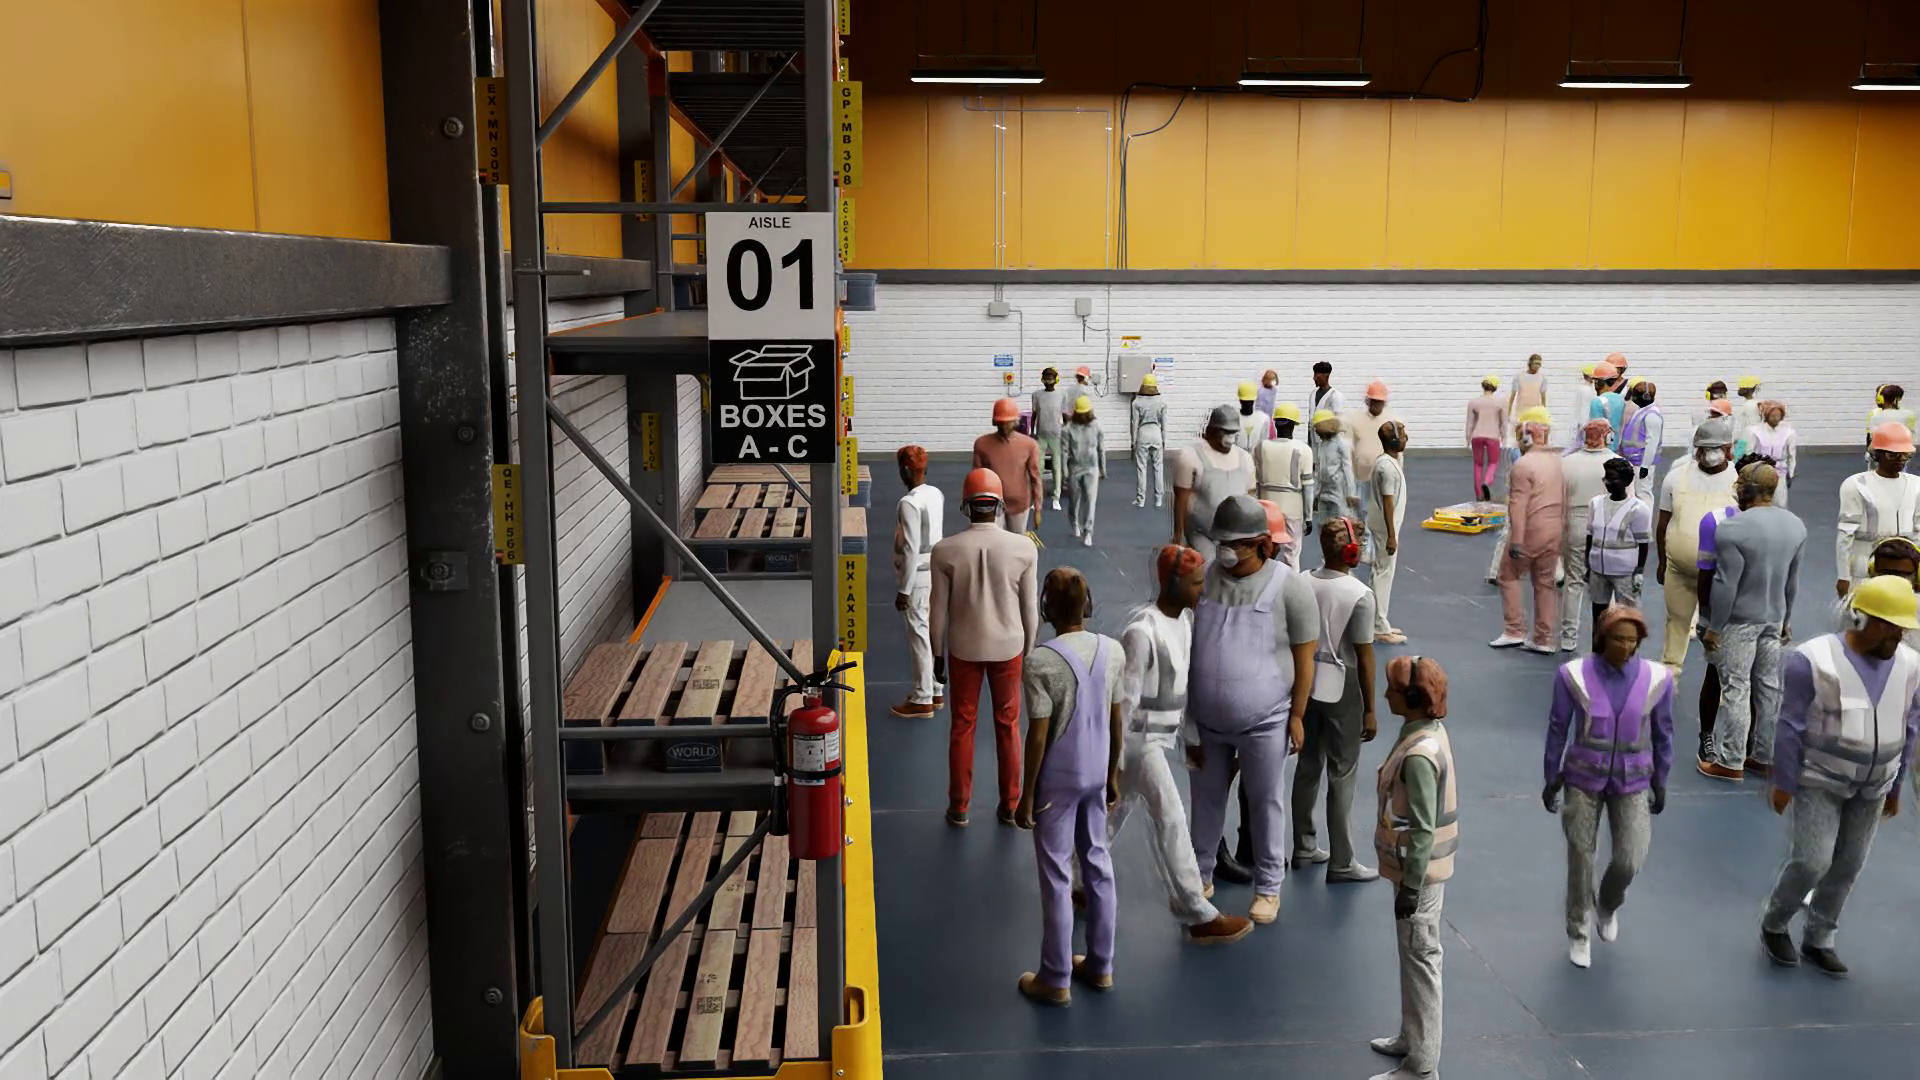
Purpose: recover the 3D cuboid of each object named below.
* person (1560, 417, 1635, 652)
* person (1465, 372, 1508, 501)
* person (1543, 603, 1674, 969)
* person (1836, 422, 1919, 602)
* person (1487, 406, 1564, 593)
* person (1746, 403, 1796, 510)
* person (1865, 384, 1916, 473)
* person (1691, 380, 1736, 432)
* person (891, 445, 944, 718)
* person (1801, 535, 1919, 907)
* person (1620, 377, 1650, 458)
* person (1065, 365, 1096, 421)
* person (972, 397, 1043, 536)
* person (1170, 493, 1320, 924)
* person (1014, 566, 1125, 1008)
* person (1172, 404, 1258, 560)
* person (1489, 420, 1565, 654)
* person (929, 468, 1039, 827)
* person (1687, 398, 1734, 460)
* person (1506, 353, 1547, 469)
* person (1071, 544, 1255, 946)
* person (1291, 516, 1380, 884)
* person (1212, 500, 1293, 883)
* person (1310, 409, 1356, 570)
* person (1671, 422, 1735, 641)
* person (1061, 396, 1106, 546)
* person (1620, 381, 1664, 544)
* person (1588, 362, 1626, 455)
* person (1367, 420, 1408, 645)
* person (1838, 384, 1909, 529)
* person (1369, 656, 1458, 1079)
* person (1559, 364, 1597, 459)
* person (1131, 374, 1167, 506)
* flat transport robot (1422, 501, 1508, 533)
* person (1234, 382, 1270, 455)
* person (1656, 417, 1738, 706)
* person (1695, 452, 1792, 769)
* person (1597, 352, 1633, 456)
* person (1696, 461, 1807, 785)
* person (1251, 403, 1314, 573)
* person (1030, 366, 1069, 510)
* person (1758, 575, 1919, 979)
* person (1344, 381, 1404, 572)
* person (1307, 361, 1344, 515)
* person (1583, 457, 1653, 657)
[{"bbox_3d":[5.076,-0.028,13.316,0.639,1.908,0.407,6,11,35],"label":"person"},{"bbox_3d":[6.984,-1.352,22.110,0.538,1.741,0.504,4,10,24],"label":"person"},{"bbox_3d":[2.832,1.070,7.294,0.537,1.622,0.392,2,9,14],"label":"person"},{"bbox_3d":[6.320,0.207,11.406,0.615,2.043,0.373,-1,9,-7],"label":"person"},{"bbox_3d":[5.486,-0.369,15.824,0.920,1.785,0.598,9,12,43],"label":"person"},{"bbox_3d":[8.948,-0.698,18.394,0.524,1.626,0.366,3,10,19],"label":"person"},{"bbox_3d":[11.455,-1.071,20.516,0.537,1.696,0.321,6,11,31],"label":"person"},{"bbox_3d":[8.383,-0.845,18.554,0.512,1.874,0.328,0,9,-1],"label":"person"},{"bbox_3d":[-0.288,0.283,11.433,0.354,1.883,0.576,3,10,21],"label":"person"},{"bbox_3d":[4.464,0.879,7.907,0.744,1.828,0.529,5,11,31],"label":"person"},{"bbox_3d":[8.518,-1.174,20.977,0.374,1.757,0.551,-1,9,-7],"label":"person"},{"bbox_3d":[1.741,-1.667,24.153,0.481,1.730,0.586,-6,11,-34],"label":"person"},{"bbox_3d":[0.406,-0.283,14.735,0.657,1.955,0.846,1,9,4],"label":"person"},{"bbox_3d":[1.295,0.782,7.806,0.684,2.000,0.534,5,10,30],"label":"person"},{"bbox_3d":[0.456,1.021,6.938,0.514,1.836,0.334,-6,11,-34],"label":"person"},{"bbox_3d":[2.100,-0.085,13.248,0.709,2.000,0.781,-3,10,-21],"label":"person"},{"bbox_3d":[4.590,-0.023,13.397,0.671,1.866,0.609,-6,11,-32],"label":"person"},{"bbox_3d":[0.131,0.594,9.180,0.605,1.986,0.401,0,9,-1],"label":"person"},{"bbox_3d":[8.091,-0.691,18.116,0.813,1.713,0.600,-3,10,-19],"label":"person"},{"bbox_3d":[8.810,-1.988,25.852,0.550,1.829,0.391,1,9,9],"label":"person"},{"bbox_3d":[0.874,0.923,7.621,0.985,1.827,0.578,4,10,24],"label":"person"},{"bbox_3d":[1.857,0.795,8.333,0.387,1.846,0.566,-6,11,-31],"label":"person"},{"bbox_3d":[1.470,0.752,8.354,0.546,1.928,0.378,-8,12,-42],"label":"person"},{"bbox_3d":[3.712,-0.434,16.513,0.336,1.701,0.629,-4,10,-25],"label":"person"},{"bbox_3d":[6.178,-0.080,13.879,0.518,1.833,0.459,2,9,14],"label":"person"},{"bbox_3d":[1.399,-0.819,18.941,0.508,1.697,0.804,0,9,2],"label":"person"},{"bbox_3d":[7.708,-0.878,18.857,0.429,1.844,0.627,1,9,7],"label":"person"},{"bbox_3d":[7.346,-1.014,19.079,0.608,2.044,0.373,-8,12,-42],"label":"person"},{"bbox_3d":[3.543,-0.067,13.746,0.340,1.846,0.512,1,9,8],"label":"person"},{"bbox_3d":[10.371,-0.843,18.714,0.523,1.820,0.944,-1,9,-5],"label":"person"},{"bbox_3d":[1.695,1.236,6.216,0.310,1.638,0.523,3,9,16],"label":"person"},{"bbox_3d":[9.231,-1.760,24.706,0.815,1.732,0.532,3,10,20],"label":"person"},{"bbox_3d":[2.477,-1.308,21.864,0.492,1.744,0.295,-2,9,-10],"label":"person"},{"bbox_3d":[6.227,-0.288,20.064,0.652,0.197,1.431,9,13,44],"label":"flat transport robot"},{"bbox_3d":[3.117,-0.815,18.384,0.604,1.874,1.011,0,9,-3],"label":"person"},{"bbox_3d":[5.261,0.154,11.750,0.685,2.000,0.538,5,10,30],"label":"person"},{"bbox_3d":[4.807,0.439,10.195,0.607,1.966,0.367,-1,9,-4],"label":"person"},{"bbox_3d":[8.540,-1.437,21.762,0.404,2.036,0.613,-5,11,-31],"label":"person"},{"bbox_3d":[4.721,0.492,9.943,0.636,1.938,0.358,-3,10,-21],"label":"person"},{"bbox_3d":[2.844,-0.250,14.667,0.585,1.919,0.374,6,11,32],"label":"person"},{"bbox_3d":[1.146,-1.308,21.508,0.518,1.858,0.326,1,9,9],"label":"person"},{"bbox_3d":[3.787,1.016,7.101,0.597,1.796,0.494,0,9,-3],"label":"person"},{"bbox_3d":[4.268,-0.670,17.257,0.611,1.943,0.975,3,10,20],"label":"person"},{"bbox_3d":[4.603,-1.287,21.079,0.371,1.958,0.598,-5,10,-27],"label":"person"},{"bbox_3d":[4.868,0.226,12.373,0.320,1.695,0.537,-6,11,-32],"label":"person"}]
